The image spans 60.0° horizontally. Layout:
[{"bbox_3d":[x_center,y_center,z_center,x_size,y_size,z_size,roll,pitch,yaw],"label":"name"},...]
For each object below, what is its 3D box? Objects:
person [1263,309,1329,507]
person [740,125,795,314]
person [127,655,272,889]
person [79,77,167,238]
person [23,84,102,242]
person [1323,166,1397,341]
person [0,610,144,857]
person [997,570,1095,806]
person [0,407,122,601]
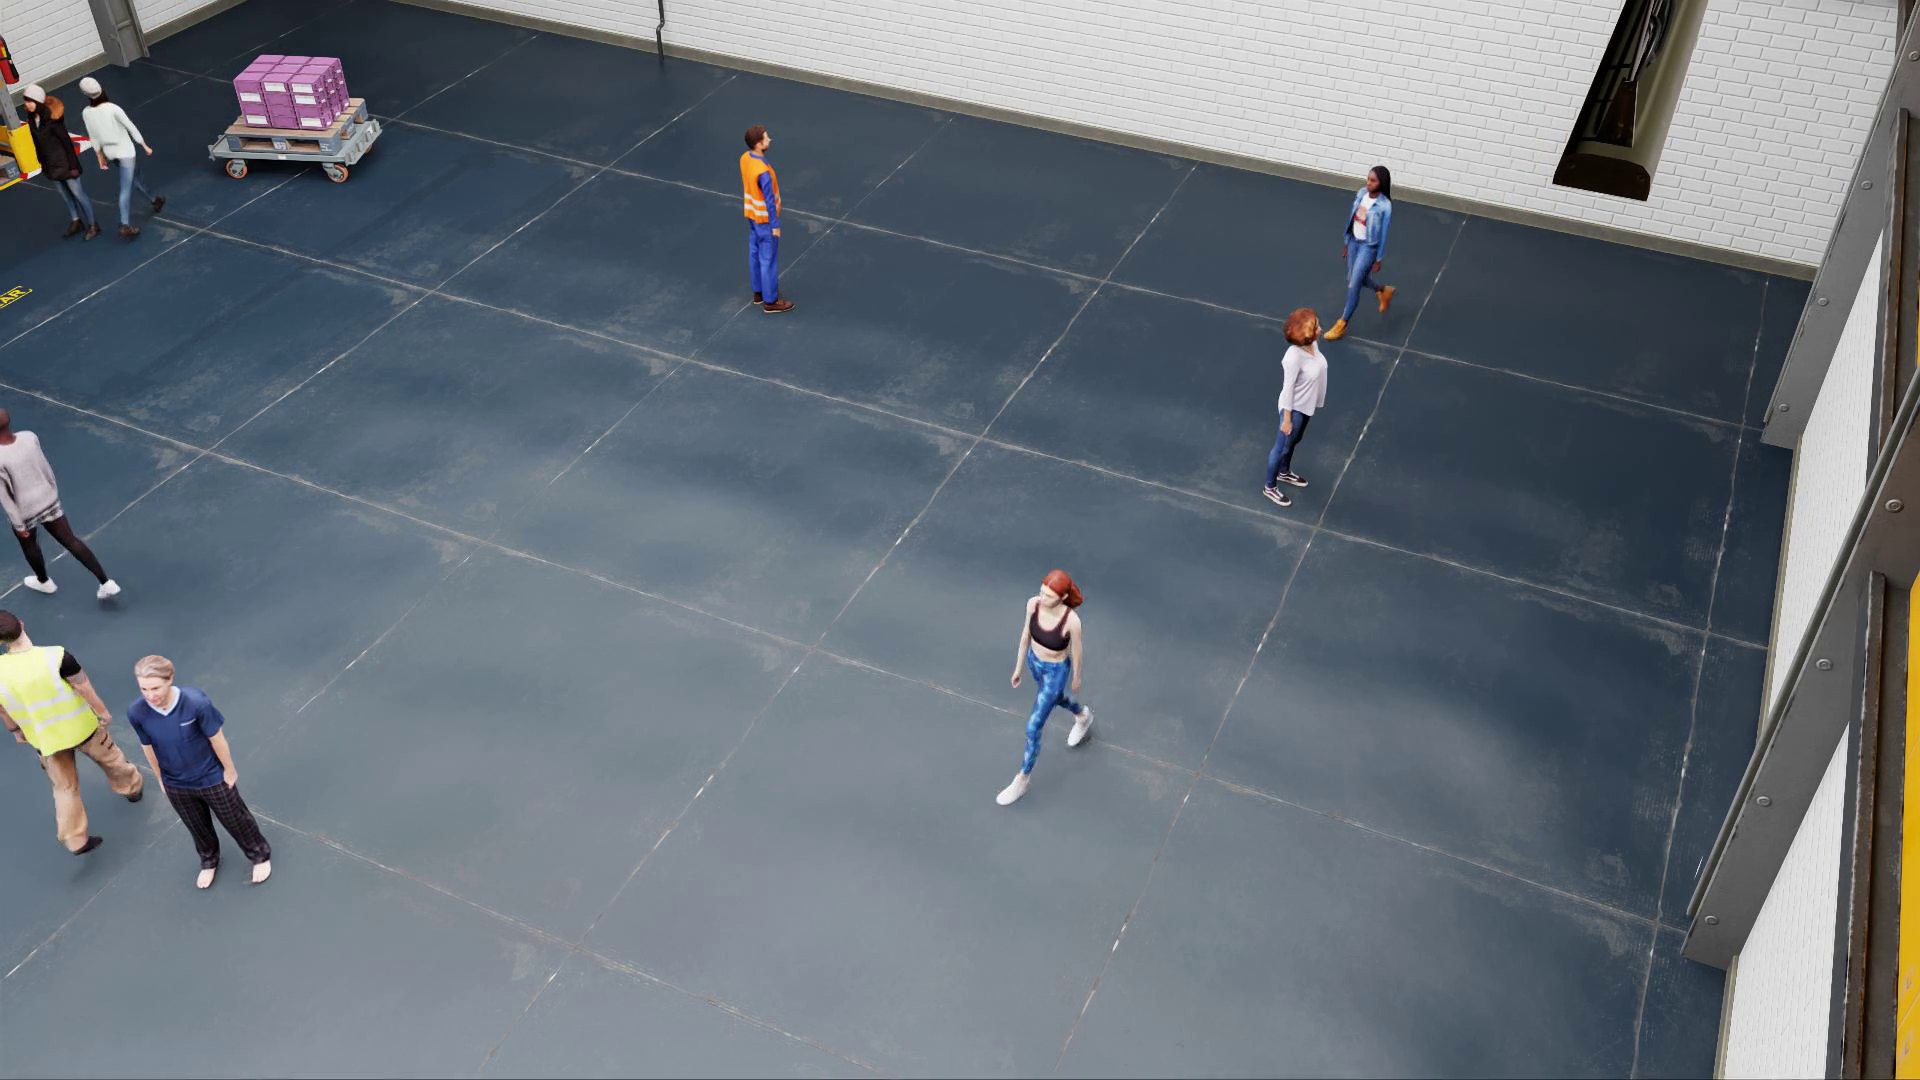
[{"bbox_3d":[2.690,-1.107,13.370,0.747,1.716,0.616,24,44,27],"label":"person"},{"bbox_3d":[-1.858,-3.031,15.661,0.802,1.864,0.784,-21,43,-24],"label":"person"},{"bbox_3d":[-4.651,1.400,10.109,0.733,1.868,0.739,-5,39,-6],"label":"person"},{"bbox_3d":[-8.577,-3.865,16.921,0.826,1.594,1.195,6,39,7],"label":"person"},{"bbox_3d":[-9.118,-3.830,16.846,0.645,1.634,0.615,13,40,15],"label":"person"},{"bbox_3d":[3.795,-2.669,15.348,1.146,1.688,1.002,-20,43,-23],"label":"person"},{"bbox_3d":[-5.644,1.205,10.404,1.145,1.805,1.193,-10,40,-12],"label":"person"},{"bbox_3d":[0.639,0.853,10.896,0.855,1.740,1.288,31,48,32],"label":"person"},{"bbox_3d":[-6.732,-0.225,12.247,0.675,1.739,1.044,17,42,20],"label":"person"}]
